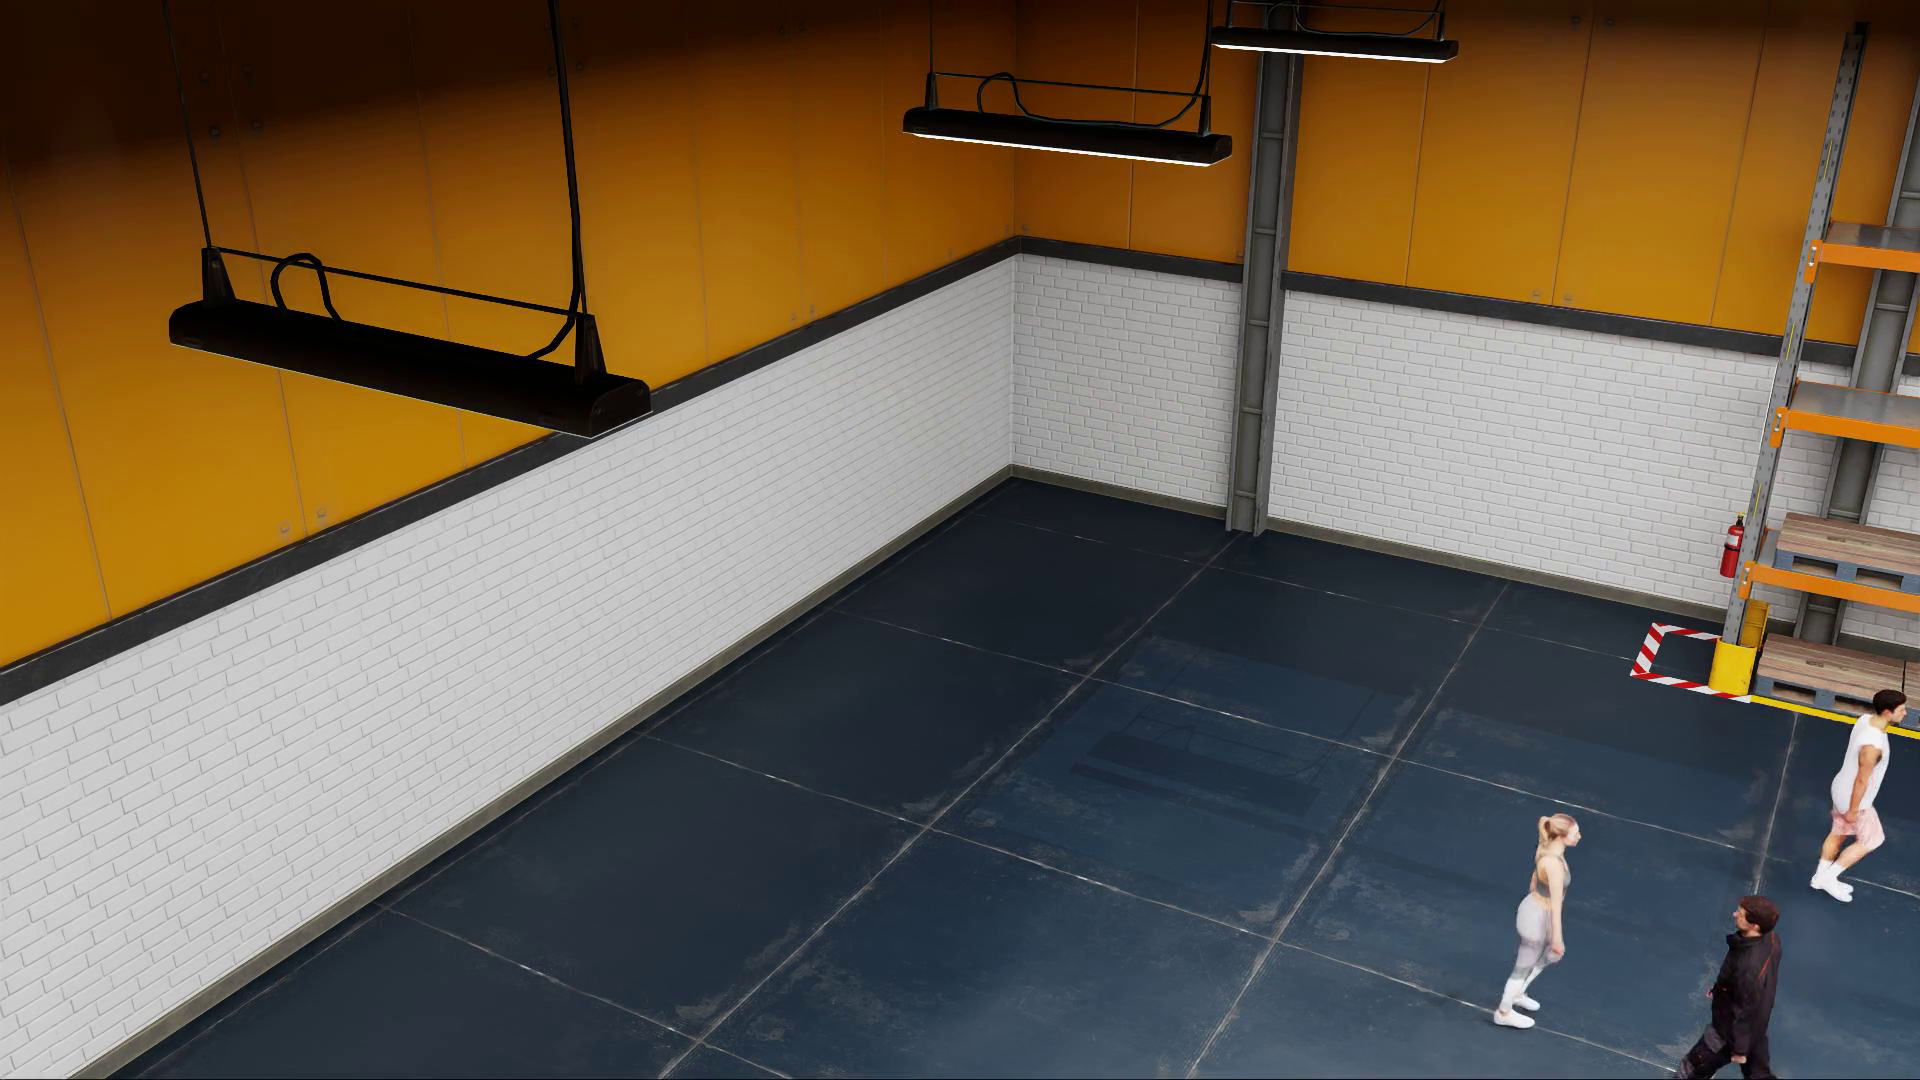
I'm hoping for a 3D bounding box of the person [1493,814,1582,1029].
[{"bbox_3d":[3.777,2.545,11.128,0.678,1.686,0.647,7,25,15],"label":"person"}]

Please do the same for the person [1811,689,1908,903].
[{"bbox_3d":[6.646,1.889,12.521,0.696,1.772,0.698,8,25,18],"label":"person"}]

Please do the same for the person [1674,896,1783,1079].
[{"bbox_3d":[4.802,2.968,10.026,1.241,1.794,0.868,19,30,37],"label":"person"}]
